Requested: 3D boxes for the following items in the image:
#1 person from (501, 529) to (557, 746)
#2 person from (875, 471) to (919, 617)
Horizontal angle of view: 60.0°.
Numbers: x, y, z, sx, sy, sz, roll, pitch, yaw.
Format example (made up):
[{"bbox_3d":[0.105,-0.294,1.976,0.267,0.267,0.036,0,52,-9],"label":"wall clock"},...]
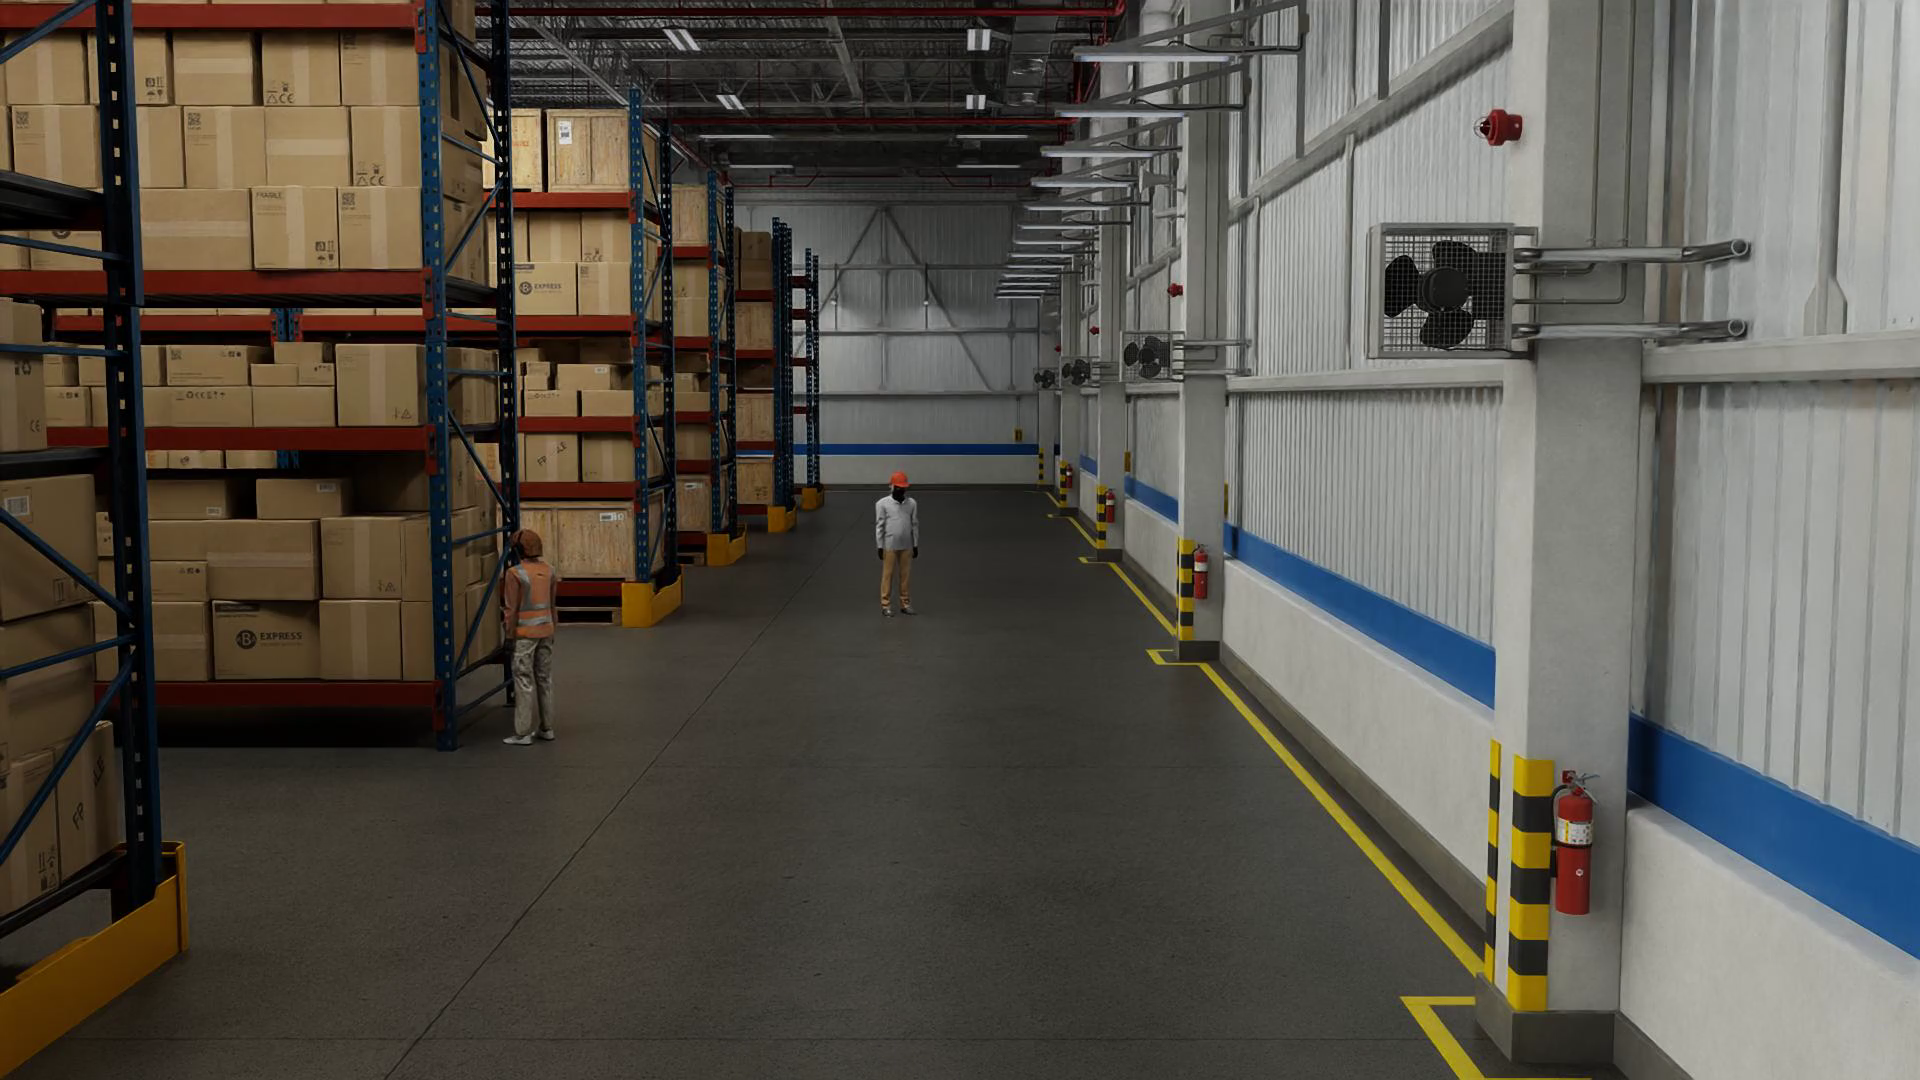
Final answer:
[{"bbox_3d":[-3.240,0.732,12.579,0.315,1.630,0.528,3,6,29],"label":"person"},{"bbox_3d":[-0.740,0.049,19.888,0.569,1.744,0.352,-3,6,-29],"label":"person"}]
